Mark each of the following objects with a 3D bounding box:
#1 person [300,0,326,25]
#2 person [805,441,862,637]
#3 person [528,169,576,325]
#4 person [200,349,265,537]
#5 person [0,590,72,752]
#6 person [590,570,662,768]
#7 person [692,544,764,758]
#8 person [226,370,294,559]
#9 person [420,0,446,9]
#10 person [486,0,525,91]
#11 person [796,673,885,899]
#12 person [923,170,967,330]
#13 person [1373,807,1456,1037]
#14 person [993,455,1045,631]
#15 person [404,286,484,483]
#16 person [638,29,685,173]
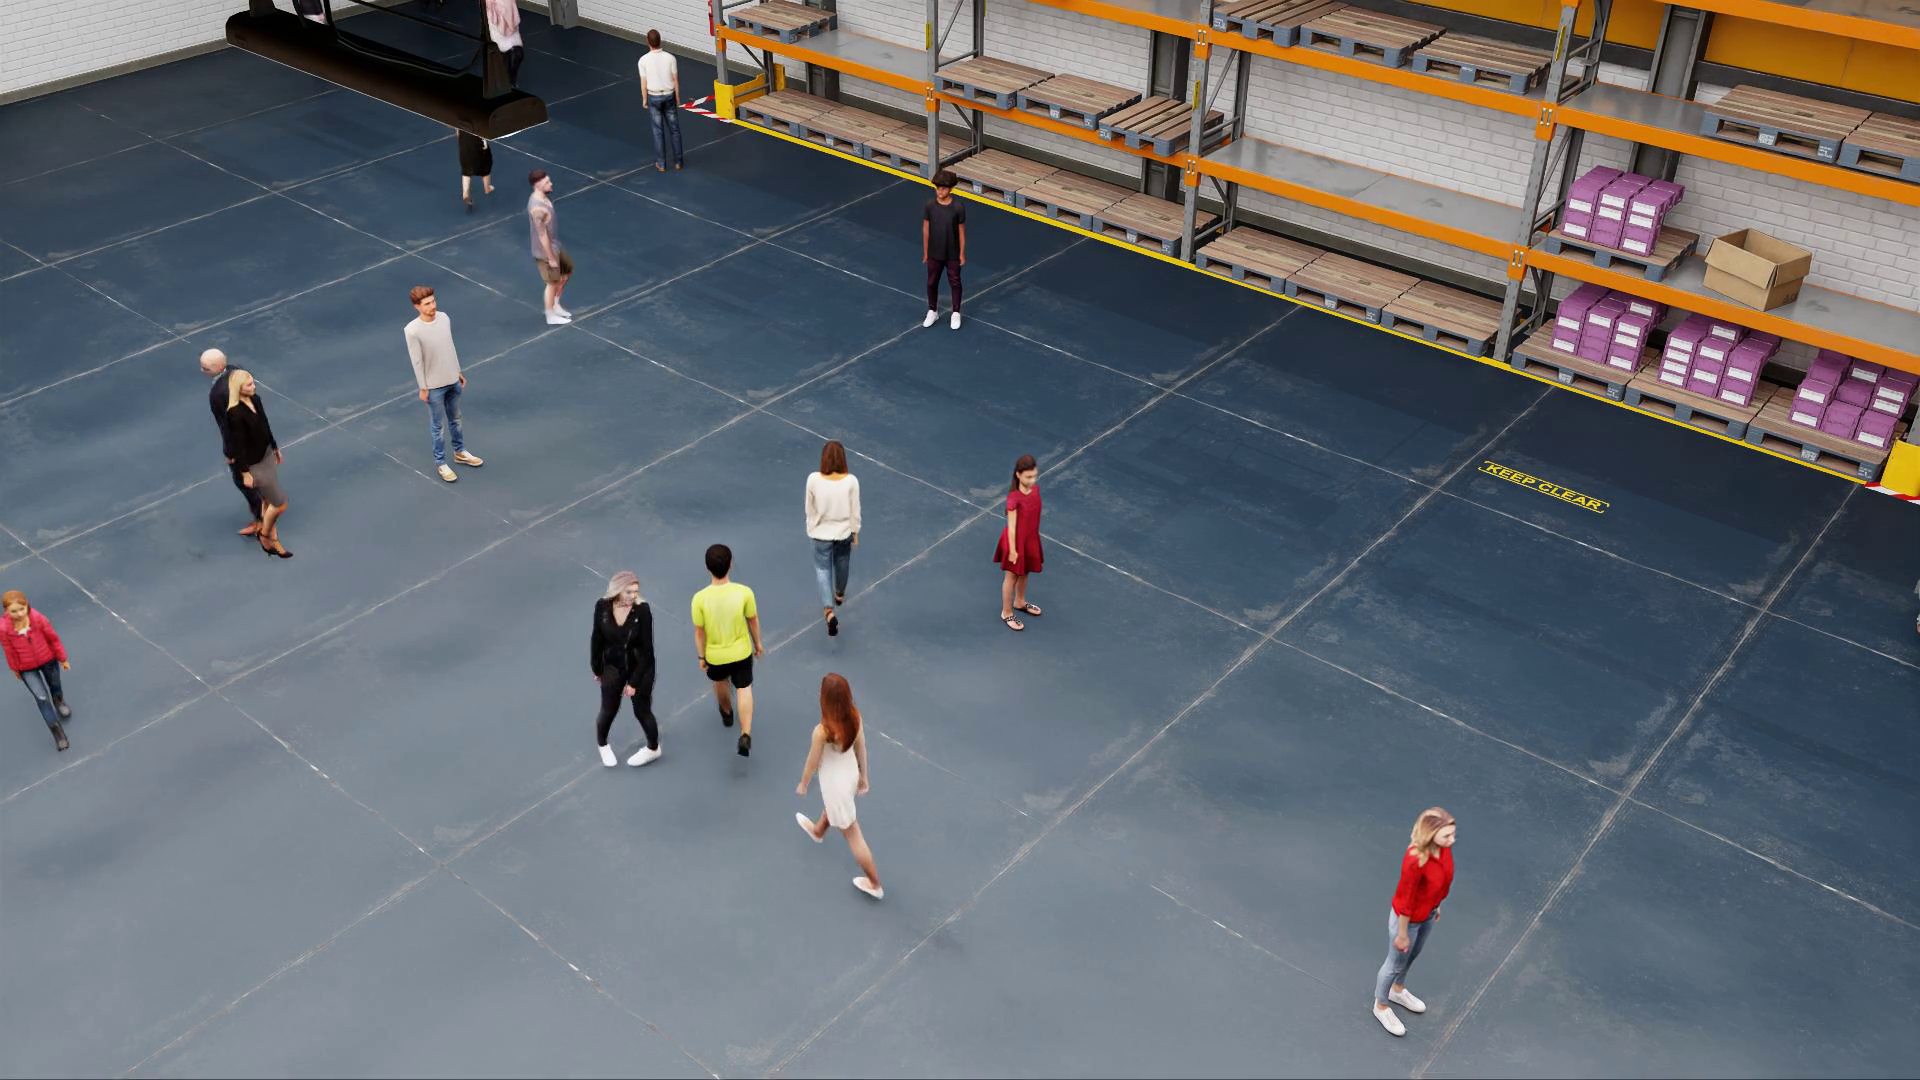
[{"bbox_3d":[-9.880,-8.038,25.316,0.483,1.840,0.716,27,42,35],"label":"person"},{"bbox_3d":[-1.034,-0.005,13.402,1.027,1.650,1.096,-3,34,-4],"label":"person"},{"bbox_3d":[-4.566,-3.153,18.087,0.863,1.829,0.781,-7,34,-11],"label":"person"},{"bbox_3d":[-6.363,-0.932,14.679,0.875,1.780,0.815,6,34,9],"label":"person"},{"bbox_3d":[-6.878,0.886,12.392,0.659,1.284,0.962,-23,40,-30],"label":"person"},{"bbox_3d":[-2.325,0.919,12.005,0.836,1.657,0.913,10,35,15],"label":"person"},{"bbox_3d":[-1.687,0.830,12.117,1.020,1.683,1.129,-6,34,-9],"label":"person"},{"bbox_3d":[-6.046,-0.611,14.148,0.817,1.833,0.769,1,34,2],"label":"person"},{"bbox_3d":[-9.130,-10.050,28.266,0.868,1.925,0.932,-2,34,-3],"label":"person"},{"bbox_3d":[-6.739,-7.477,24.515,0.678,1.792,0.685,-26,41,-33],"label":"person"},{"bbox_3d":[-0.731,1.649,10.907,1.139,1.658,0.538,25,41,32],"label":"person"},{"bbox_3d":[-0.163,-3.163,18.034,0.653,1.782,0.767,6,34,9],"label":"person"},{"bbox_3d":[2.728,2.244,9.969,0.514,1.704,0.629,28,43,35],"label":"person"},{"bbox_3d":[0.500,-0.014,13.505,0.604,1.551,0.547,22,40,30],"label":"person"},{"bbox_3d":[-4.825,-1.482,15.393,0.618,1.905,0.682,19,38,26],"label":"person"},{"bbox_3d":[-3.936,-5.799,21.933,0.752,1.856,0.764,-10,35,-14],"label":"person"}]
